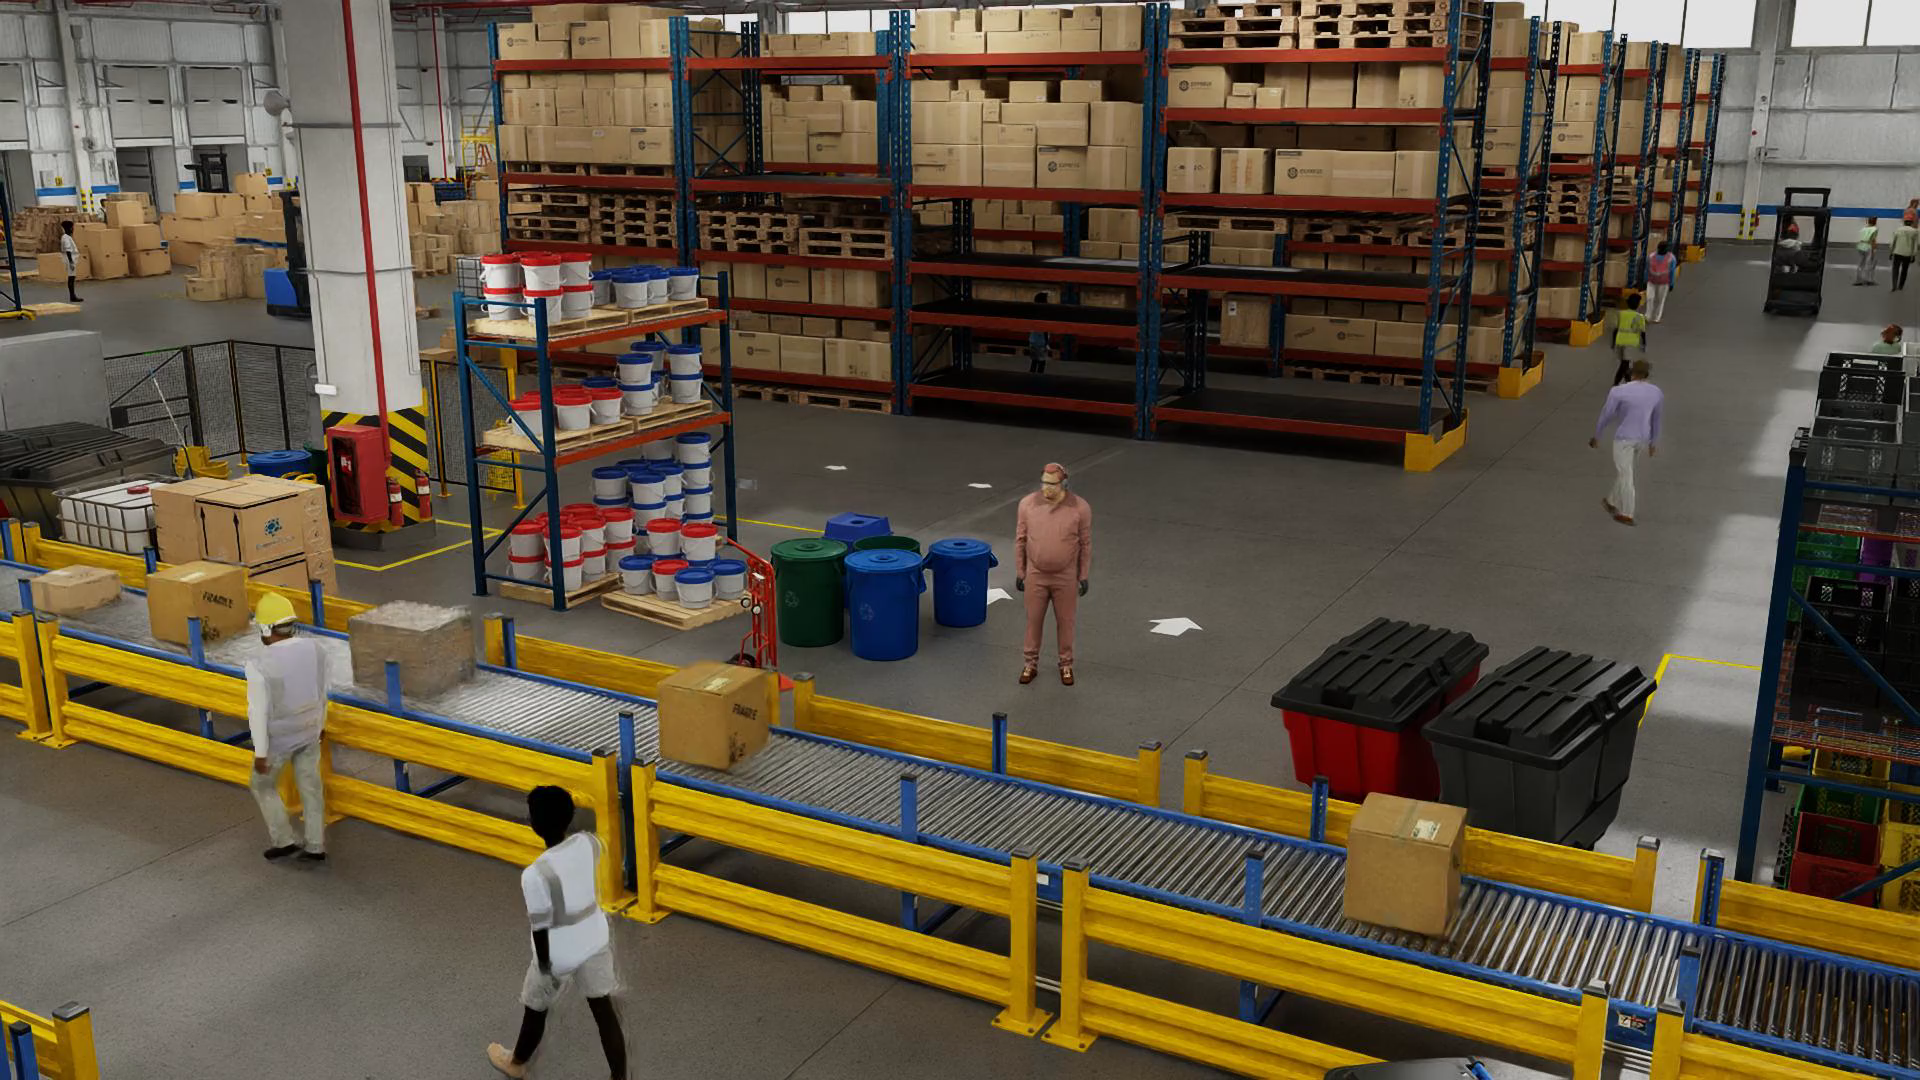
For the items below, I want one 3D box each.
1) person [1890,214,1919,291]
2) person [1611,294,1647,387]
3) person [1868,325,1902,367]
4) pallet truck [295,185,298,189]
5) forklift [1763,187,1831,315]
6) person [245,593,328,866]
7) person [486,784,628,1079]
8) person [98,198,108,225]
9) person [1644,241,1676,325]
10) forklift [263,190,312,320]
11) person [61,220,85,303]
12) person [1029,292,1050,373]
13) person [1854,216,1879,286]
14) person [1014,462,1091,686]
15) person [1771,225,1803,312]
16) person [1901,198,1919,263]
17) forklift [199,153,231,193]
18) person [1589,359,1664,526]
[{"bbox_3d":[24.024,-7.311,42.337,0.605,1.965,0.850,7,17,25],"label":"person"},{"bbox_3d":[11.168,-3.271,27.733,0.869,1.644,0.545,-10,18,-32],"label":"person"},{"bbox_3d":[13.583,-2.367,24.452,0.524,1.598,0.709,-6,16,-22],"label":"person"},{"bbox_3d":[-26.804,-14.617,69.738,1.885,1.965,0.823,-14,20,-42],"label":"pallet truck"},{"bbox_3d":[19.359,-6.704,38.301,1.129,2.768,1.873,8,17,28],"label":"forklift"},{"bbox_3d":[-4.307,1.211,10.583,0.531,1.814,0.626,9,17,29],"label":"person"},{"bbox_3d":[-1.966,1.957,8.089,0.880,1.647,0.537,9,18,31],"label":"person"},{"bbox_3d":[-26.074,-9.509,50.868,0.368,1.840,0.528,3,15,10],"label":"person"},{"bbox_3d":[15.161,-5.568,36.095,0.646,1.794,0.979,8,17,28],"label":"person"},{"bbox_3d":[-14.555,-6.370,37.048,1.873,2.768,1.129,8,17,28],"label":"forklift"},{"bbox_3d":[-21.410,-6.702,40.045,0.368,1.967,0.600,-8,17,-26],"label":"person"},{"bbox_3d":[1.332,-3.263,27.632,0.317,1.695,0.540,-8,17,-26],"label":"person"},{"bbox_3d":[23.877,-7.569,43.587,0.751,1.817,0.598,-3,15,-11],"label":"person"},{"bbox_3d":[0.766,0.285,13.906,0.636,1.902,0.406,2,15,8],"label":"person"},{"bbox_3d":[19.083,-6.269,38.389,1.082,1.987,0.619,-14,20,-41],"label":"person"},{"bbox_3d":[28.440,-9.258,49.779,0.404,1.901,0.642,1,15,6],"label":"person"},{"bbox_3d":[-27.440,-12.865,61.464,1.873,2.768,1.129,8,17,28],"label":"forklift"},{"bbox_3d":[7.740,-1.173,19.404,0.680,1.887,0.940,-3,15,-10],"label":"person"}]
